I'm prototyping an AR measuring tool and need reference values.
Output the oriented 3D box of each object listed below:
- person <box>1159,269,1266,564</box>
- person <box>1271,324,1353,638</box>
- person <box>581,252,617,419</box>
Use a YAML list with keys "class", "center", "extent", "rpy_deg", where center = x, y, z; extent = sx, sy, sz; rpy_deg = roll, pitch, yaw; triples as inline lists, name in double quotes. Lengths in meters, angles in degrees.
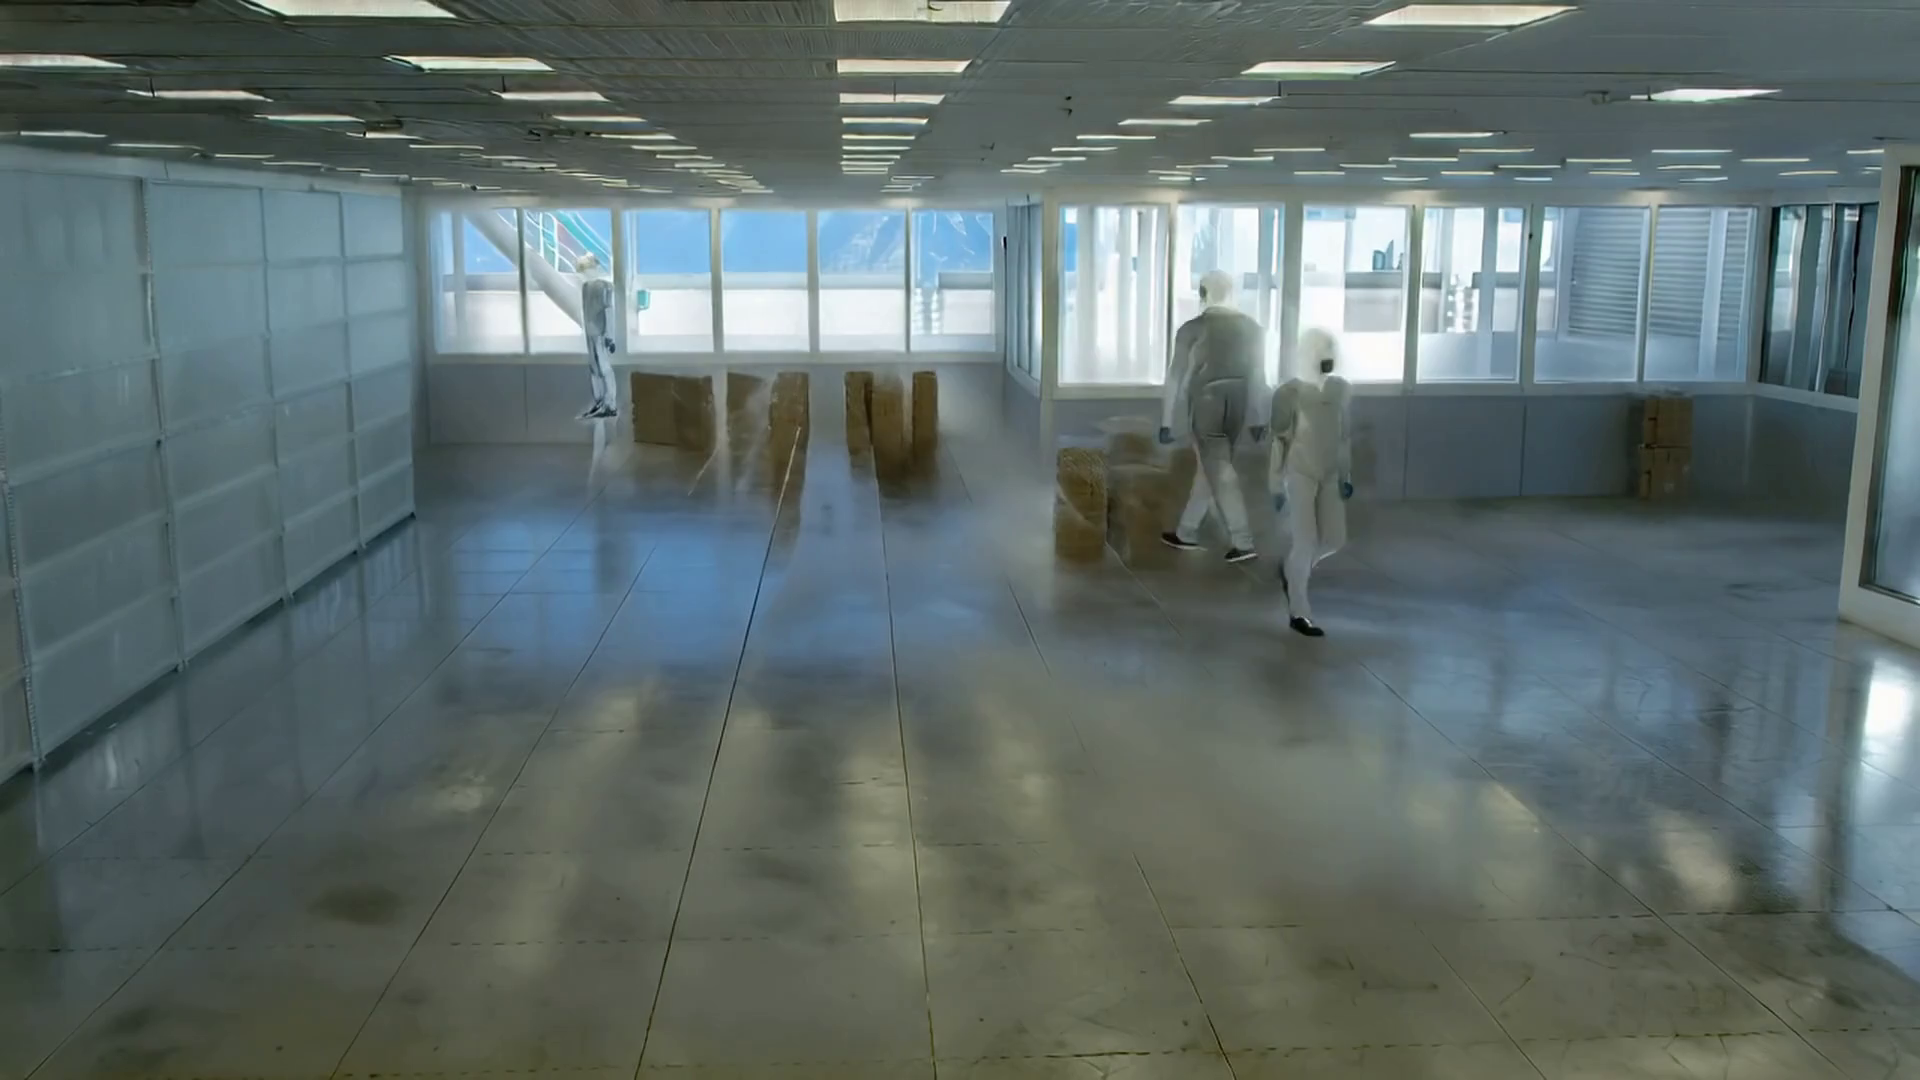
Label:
- class: "person"
  center: [1.620, -0.791, 10.615]
  extent: [0.653, 1.857, 1.025]
  rpy_deg: [-7, 12, -32]
- class: "person"
  center: [1.802, -0.313, 8.646]
  extent: [0.522, 1.616, 0.417]
  rpy_deg: [-7, 12, -32]
- class: "person"
  center: [-4.075, -2.286, 18.663]
  extent: [0.502, 1.861, 0.328]
  rpy_deg: [8, 13, 38]
